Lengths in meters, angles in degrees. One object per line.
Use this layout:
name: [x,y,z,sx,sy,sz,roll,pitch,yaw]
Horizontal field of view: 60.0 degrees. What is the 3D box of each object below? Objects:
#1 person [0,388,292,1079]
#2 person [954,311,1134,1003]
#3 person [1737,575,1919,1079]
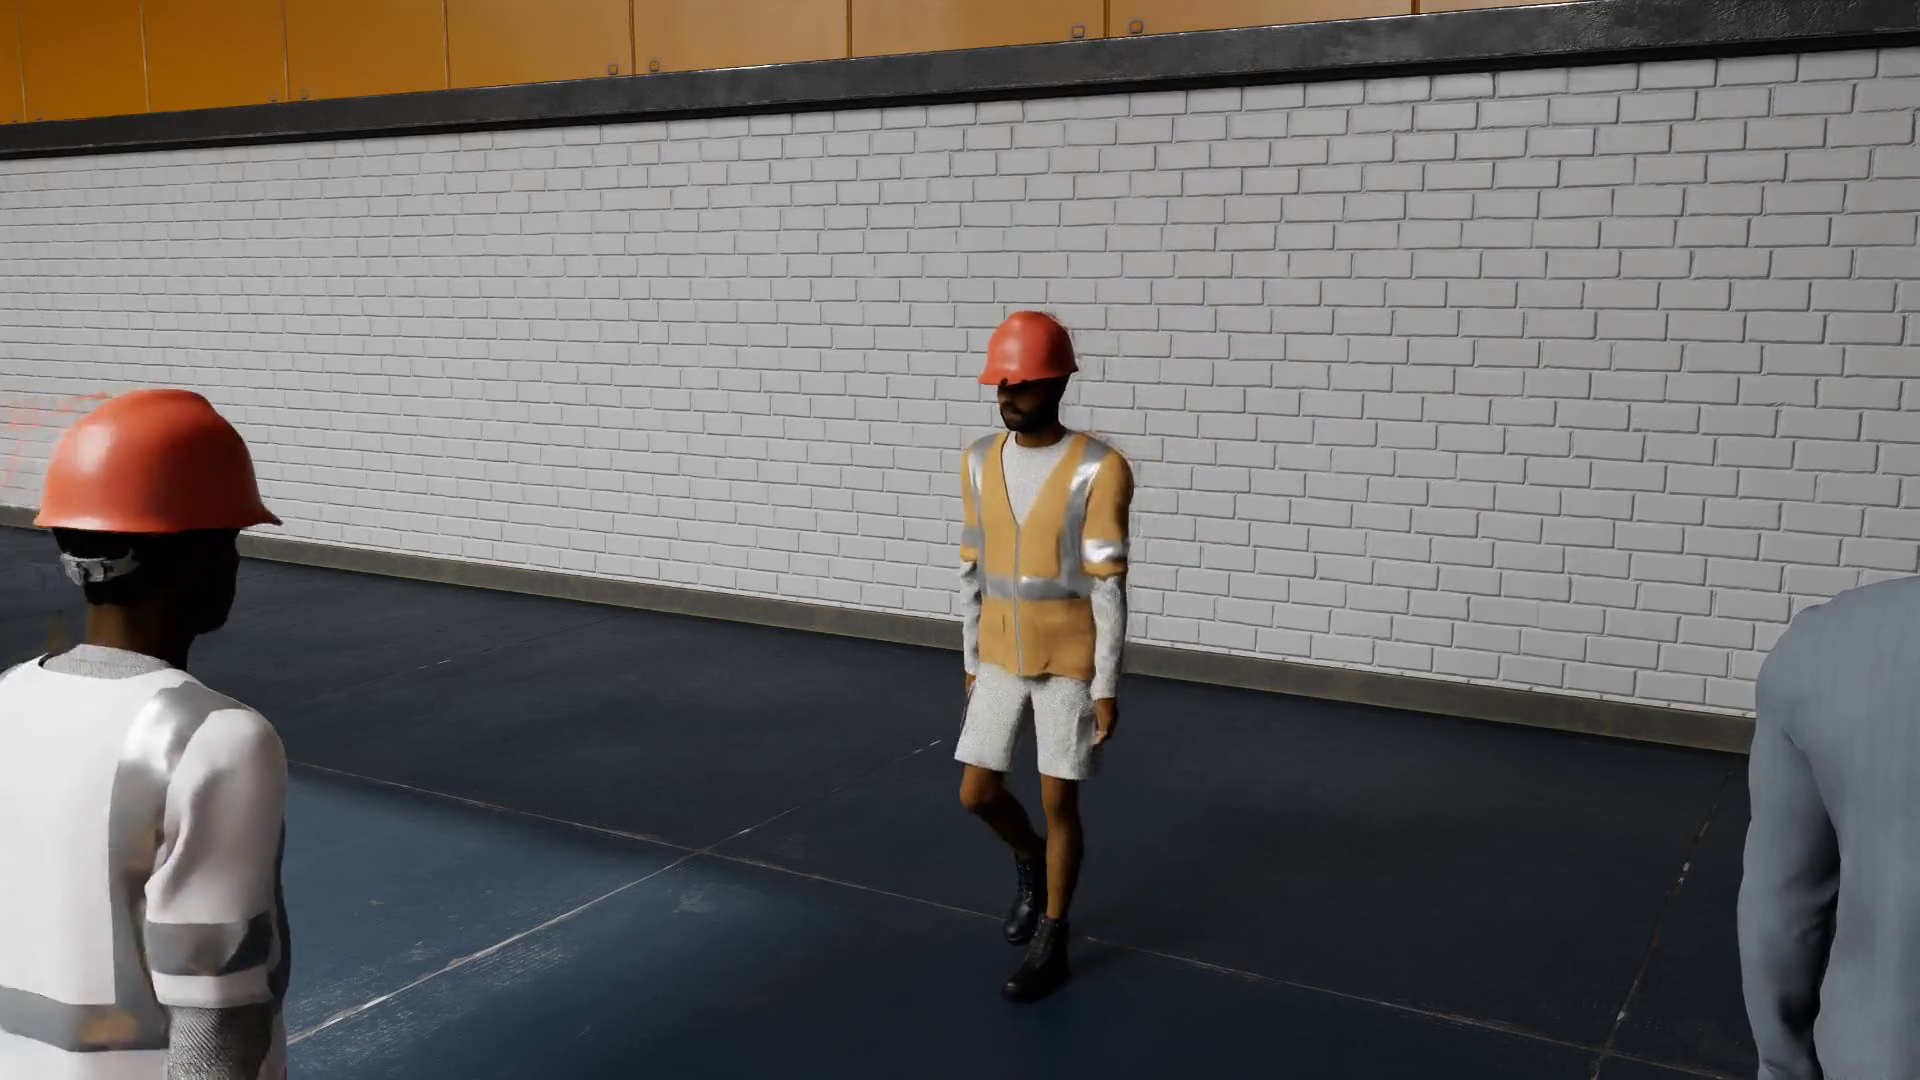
person: [-1.074,0.760,2.092,0.553,1.891,1.000,4,10,25]
person: [0.227,0.326,4.648,0.551,1.921,0.463,5,11,30]
person: [1.275,0.736,2.046,0.355,1.938,0.637,-6,11,-35]
